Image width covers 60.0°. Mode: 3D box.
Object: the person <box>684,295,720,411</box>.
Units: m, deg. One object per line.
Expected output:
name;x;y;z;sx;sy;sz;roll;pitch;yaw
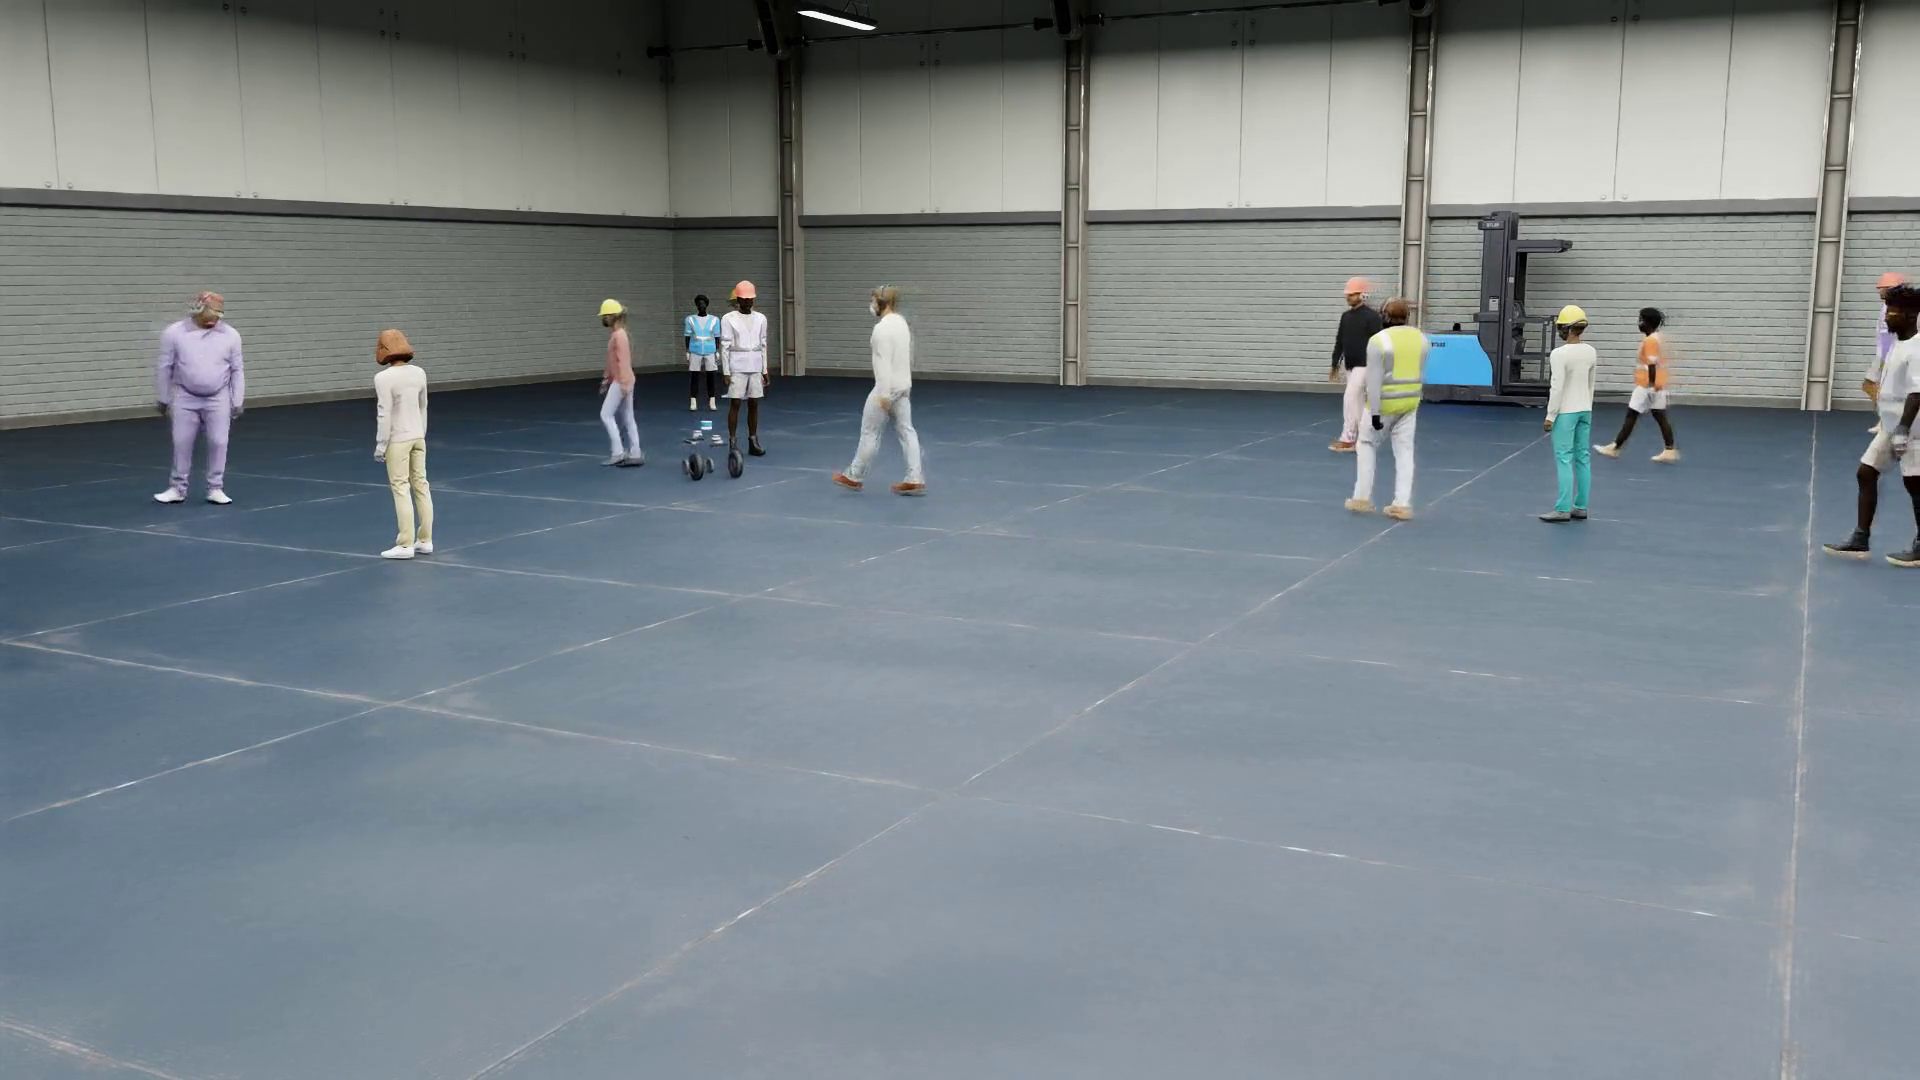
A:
person;-3.779;-2.746;24.414;0.533;1.697;0.318;-2;9;-12

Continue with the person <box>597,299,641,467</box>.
person;-3.602;-1.626;17.364;0.561;1.747;0.524;-1;9;-8

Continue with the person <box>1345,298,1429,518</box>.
person;3.567;-1.116;13.979;0.632;1.819;0.742;-4;10;-21

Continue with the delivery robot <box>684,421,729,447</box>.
delivery robot;-2.535;-1.077;16.672;0.335;0.223;0.698;-5;11;-29

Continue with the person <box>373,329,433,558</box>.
person;-4.003;-0.691;11.927;0.279;1.633;0.497;4;10;22

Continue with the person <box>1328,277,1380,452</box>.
person;4.385;-1.963;18.751;0.820;1.962;0.660;-4;10;-22

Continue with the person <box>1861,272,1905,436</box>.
person;11.467;-2.287;20.576;0.459;2.022;0.634;8;12;42

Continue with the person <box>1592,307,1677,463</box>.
person;7.295;-1.657;17.810;0.872;1.644;0.552;5;10;28

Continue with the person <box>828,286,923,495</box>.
person;-0.764;-1.371;15.291;0.937;1.899;0.648;4;10;21

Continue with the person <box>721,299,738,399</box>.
person;-3.543;-3.109;26.894;0.659;1.613;0.509;-3;10;-20

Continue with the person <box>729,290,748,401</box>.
person;-3.446;-3.066;26.243;0.407;1.744;0.525;0;9;-2

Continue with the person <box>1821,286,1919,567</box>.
person;6.459;-0.789;11.594;0.829;1.931;0.638;2;9;11

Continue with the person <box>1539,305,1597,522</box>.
person;4.984;-1.034;13.639;0.526;1.768;0.331;-6;11;-32

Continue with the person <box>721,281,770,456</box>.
person;-2.363;-1.896;18.430;0.551;1.935;0.375;-6;11;-31

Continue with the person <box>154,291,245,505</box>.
person;-6.660;-1.233;14.563;0.751;1.870;0.473;-4;10;-25

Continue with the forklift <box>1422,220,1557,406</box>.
forklift;8.245;-3.527;25.720;1.873;2.768;1.129;5;10;27
